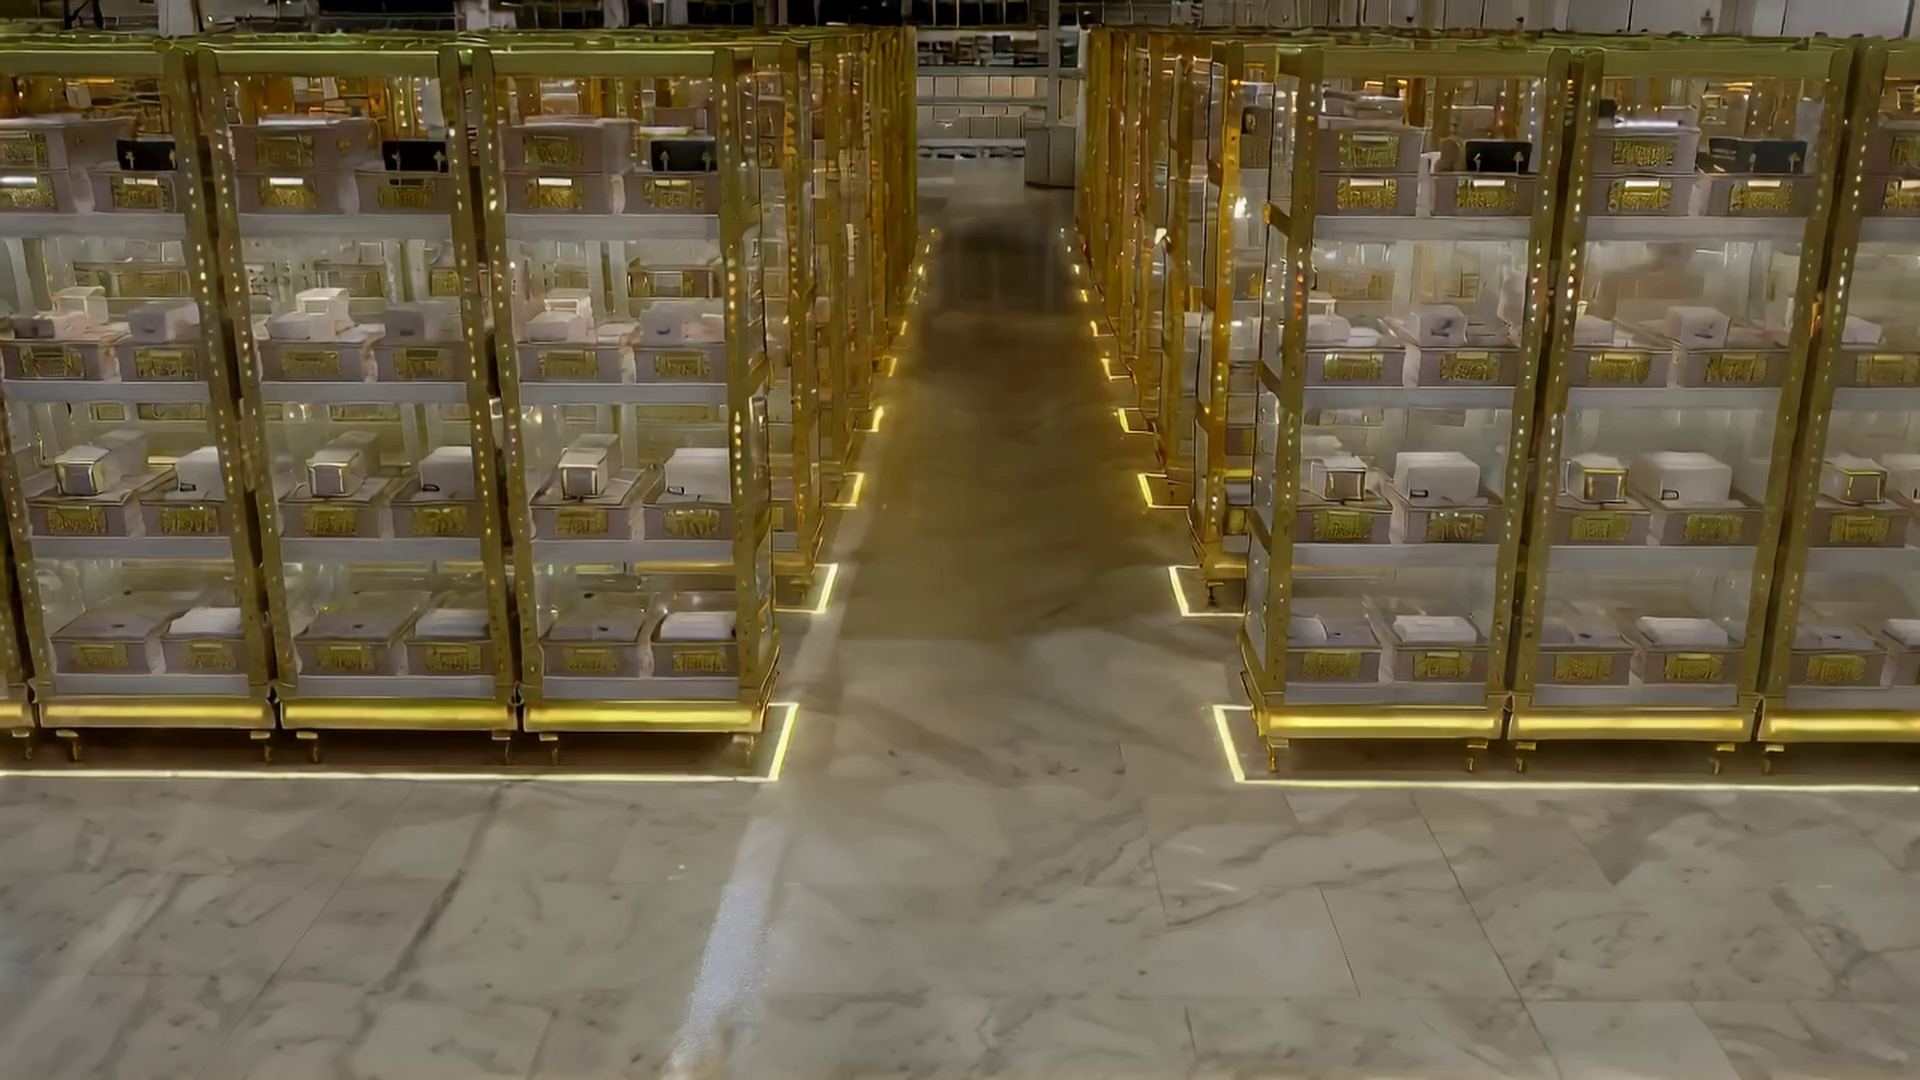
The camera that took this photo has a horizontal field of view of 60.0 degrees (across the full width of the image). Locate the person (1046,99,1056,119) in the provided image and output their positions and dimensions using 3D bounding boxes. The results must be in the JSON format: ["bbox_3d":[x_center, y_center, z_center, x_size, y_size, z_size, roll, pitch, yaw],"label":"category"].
[{"bbox_3d":[2.672,-12.847,50.206,0.997,1.905,0.608,-3,18,-9],"label":"person"}]

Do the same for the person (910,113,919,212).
[{"bbox_3d":[-1.057,-7.476,32.924,0.624,1.990,0.386,-16,23,-41],"label":"person"}]
